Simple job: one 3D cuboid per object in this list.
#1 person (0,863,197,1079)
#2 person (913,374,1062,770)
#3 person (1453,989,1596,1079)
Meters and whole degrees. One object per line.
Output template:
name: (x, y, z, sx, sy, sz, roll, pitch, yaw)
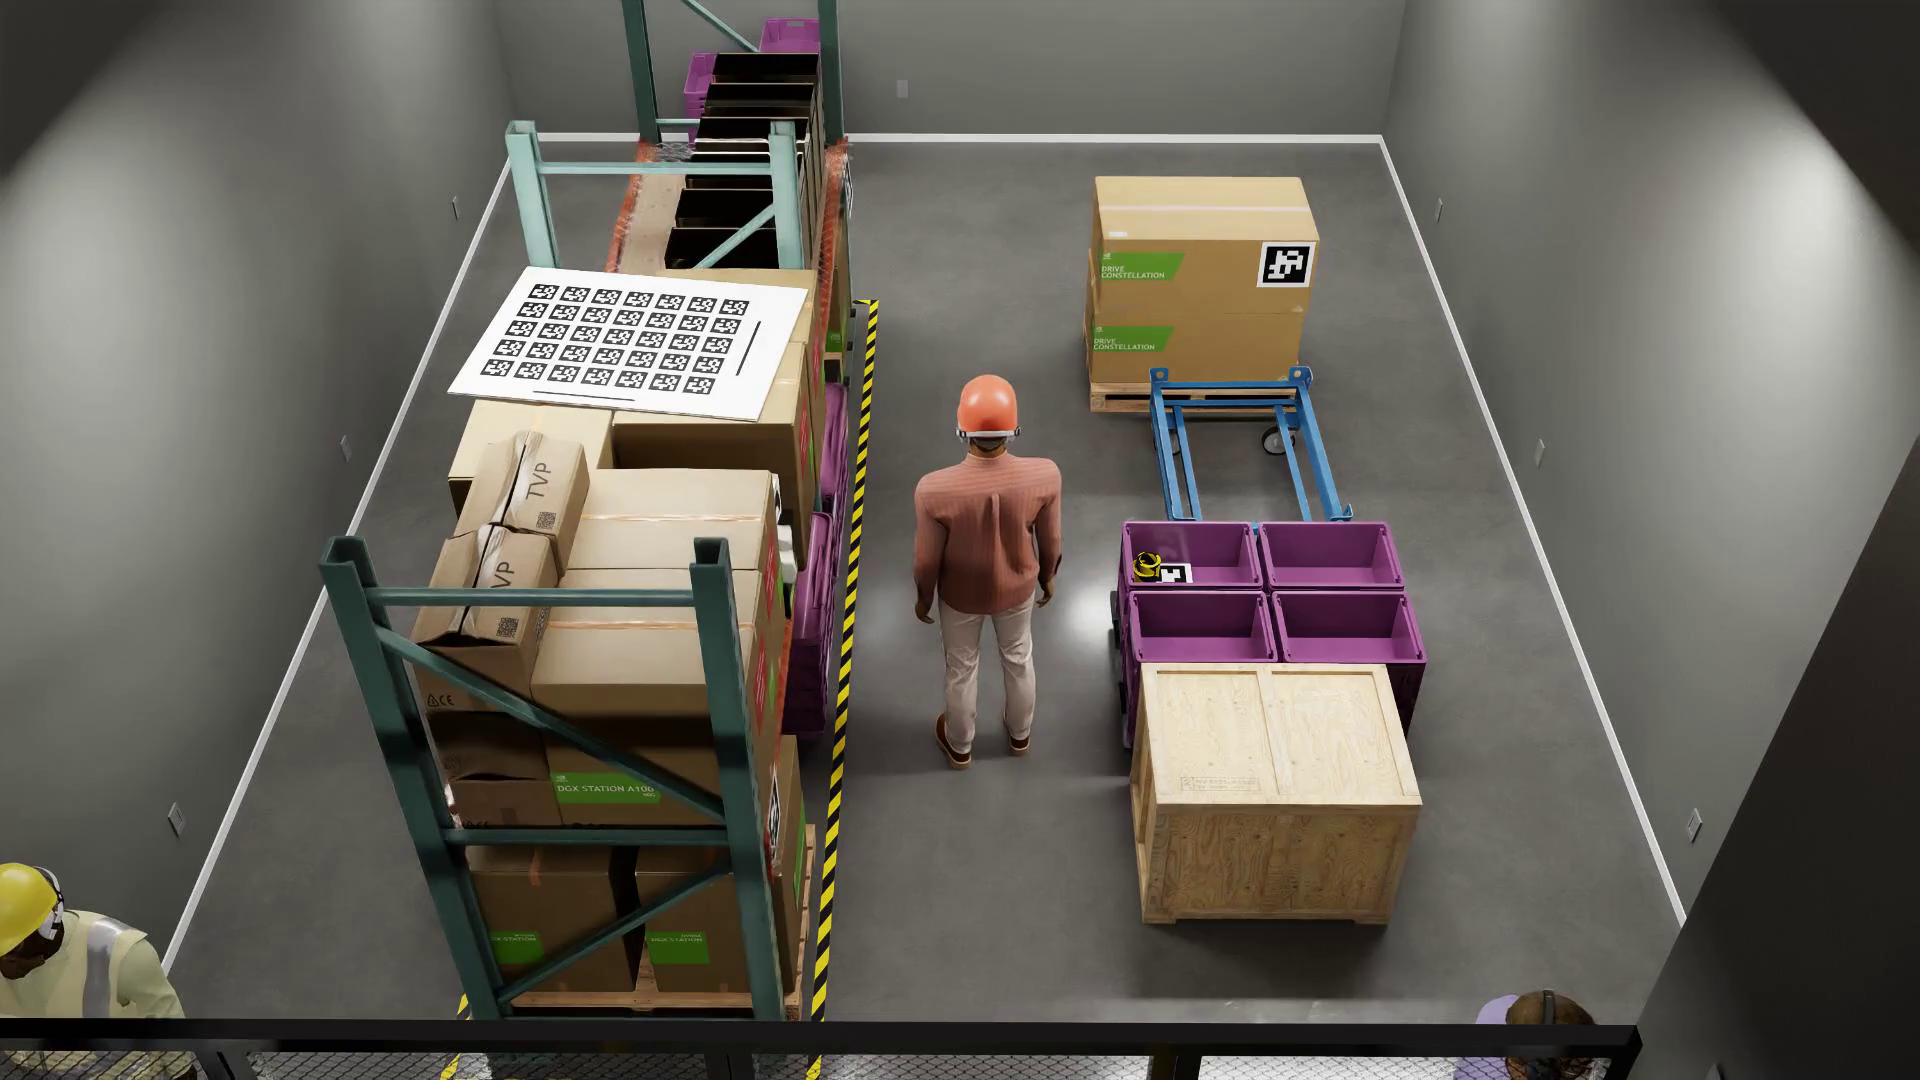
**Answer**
person: (-2.749, 1.647, 5.314, 0.588, 1.834, 0.403, 2, 41, 2)
person: (0.107, 0.165, 6.883, 0.623, 1.993, 0.385, -10, 42, -11)
person: (1.532, 1.934, 4.908, 0.372, 1.940, 0.627, 11, 42, 12)
